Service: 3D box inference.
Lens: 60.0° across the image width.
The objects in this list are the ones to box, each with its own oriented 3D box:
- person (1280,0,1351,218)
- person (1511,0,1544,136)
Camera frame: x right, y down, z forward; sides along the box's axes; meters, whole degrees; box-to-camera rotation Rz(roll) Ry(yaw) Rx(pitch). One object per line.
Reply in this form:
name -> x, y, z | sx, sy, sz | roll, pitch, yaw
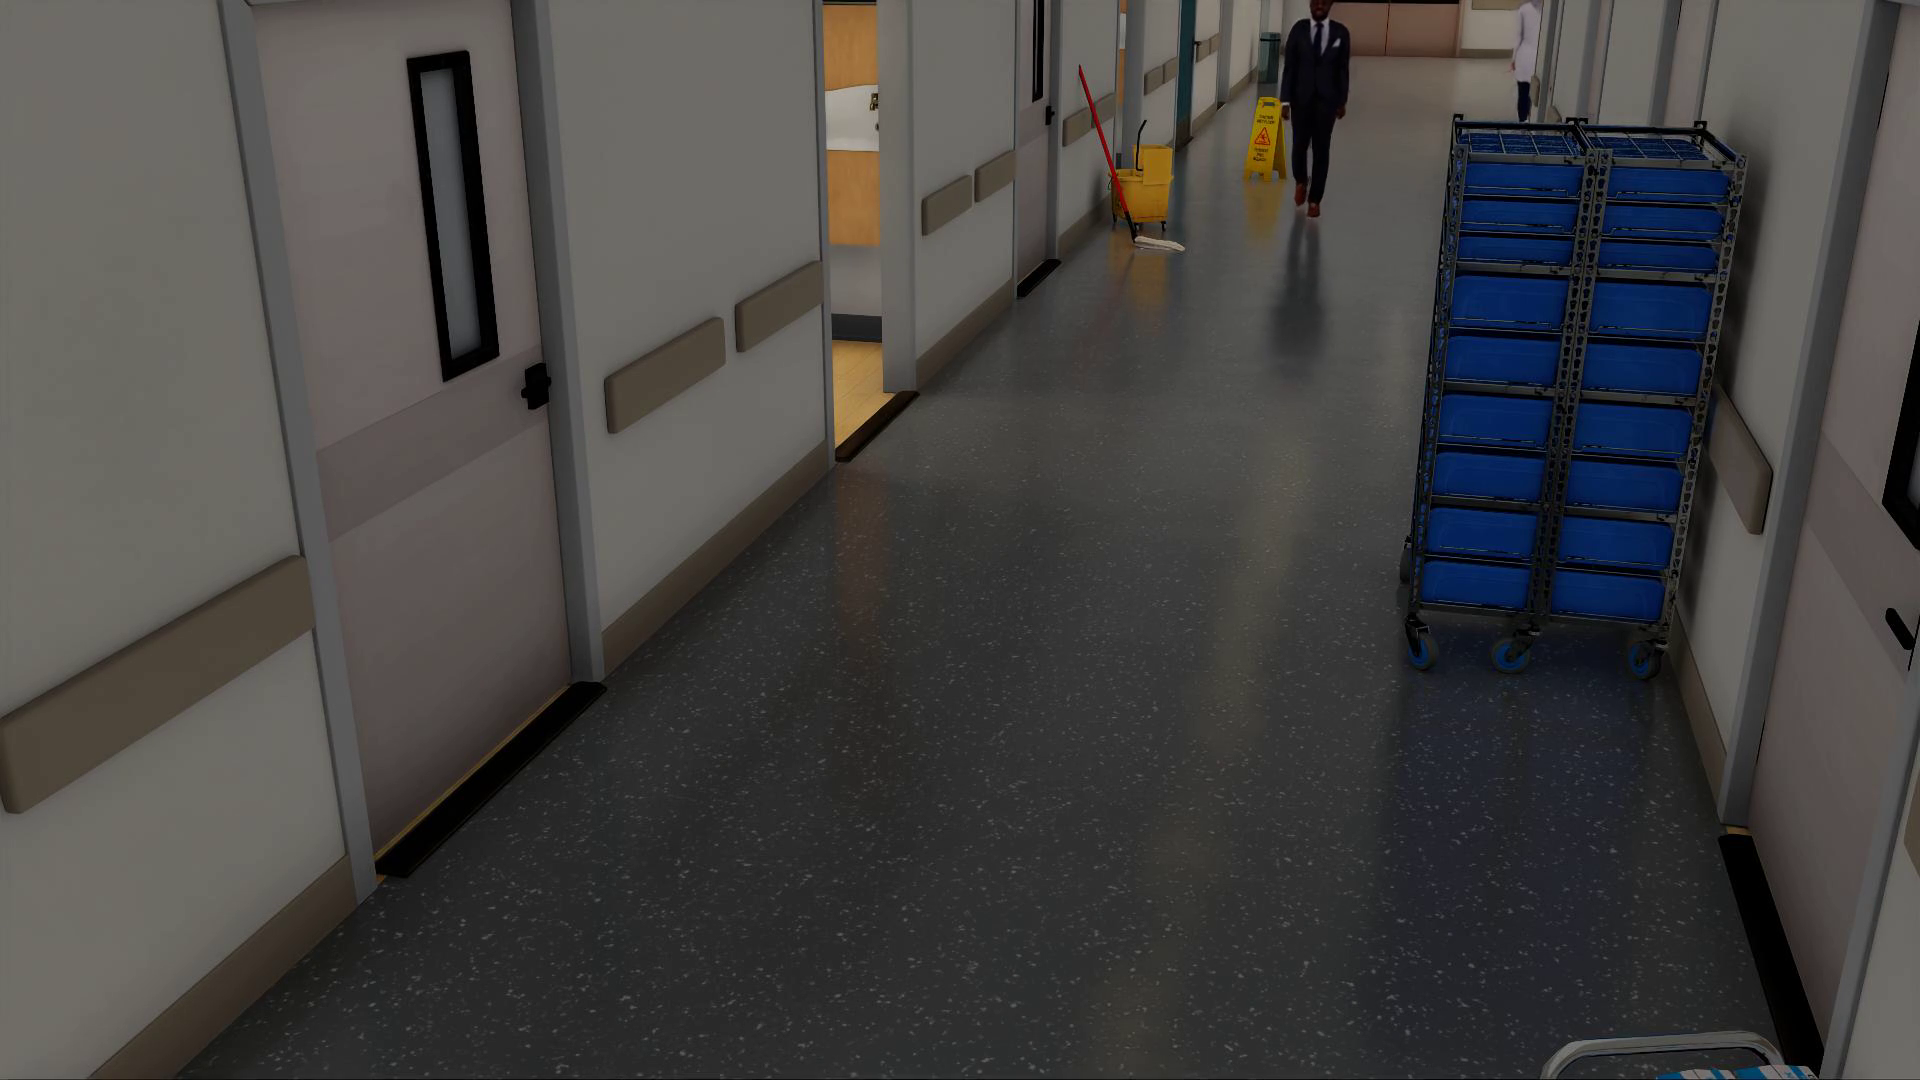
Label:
person -> 2.961, -3.655, 13.926 | 0.693, 1.799, 1.139 | 6, 21, 15
person -> 6.205, -5.212, 18.084 | 0.693, 1.766, 0.806 | 10, 23, 25
